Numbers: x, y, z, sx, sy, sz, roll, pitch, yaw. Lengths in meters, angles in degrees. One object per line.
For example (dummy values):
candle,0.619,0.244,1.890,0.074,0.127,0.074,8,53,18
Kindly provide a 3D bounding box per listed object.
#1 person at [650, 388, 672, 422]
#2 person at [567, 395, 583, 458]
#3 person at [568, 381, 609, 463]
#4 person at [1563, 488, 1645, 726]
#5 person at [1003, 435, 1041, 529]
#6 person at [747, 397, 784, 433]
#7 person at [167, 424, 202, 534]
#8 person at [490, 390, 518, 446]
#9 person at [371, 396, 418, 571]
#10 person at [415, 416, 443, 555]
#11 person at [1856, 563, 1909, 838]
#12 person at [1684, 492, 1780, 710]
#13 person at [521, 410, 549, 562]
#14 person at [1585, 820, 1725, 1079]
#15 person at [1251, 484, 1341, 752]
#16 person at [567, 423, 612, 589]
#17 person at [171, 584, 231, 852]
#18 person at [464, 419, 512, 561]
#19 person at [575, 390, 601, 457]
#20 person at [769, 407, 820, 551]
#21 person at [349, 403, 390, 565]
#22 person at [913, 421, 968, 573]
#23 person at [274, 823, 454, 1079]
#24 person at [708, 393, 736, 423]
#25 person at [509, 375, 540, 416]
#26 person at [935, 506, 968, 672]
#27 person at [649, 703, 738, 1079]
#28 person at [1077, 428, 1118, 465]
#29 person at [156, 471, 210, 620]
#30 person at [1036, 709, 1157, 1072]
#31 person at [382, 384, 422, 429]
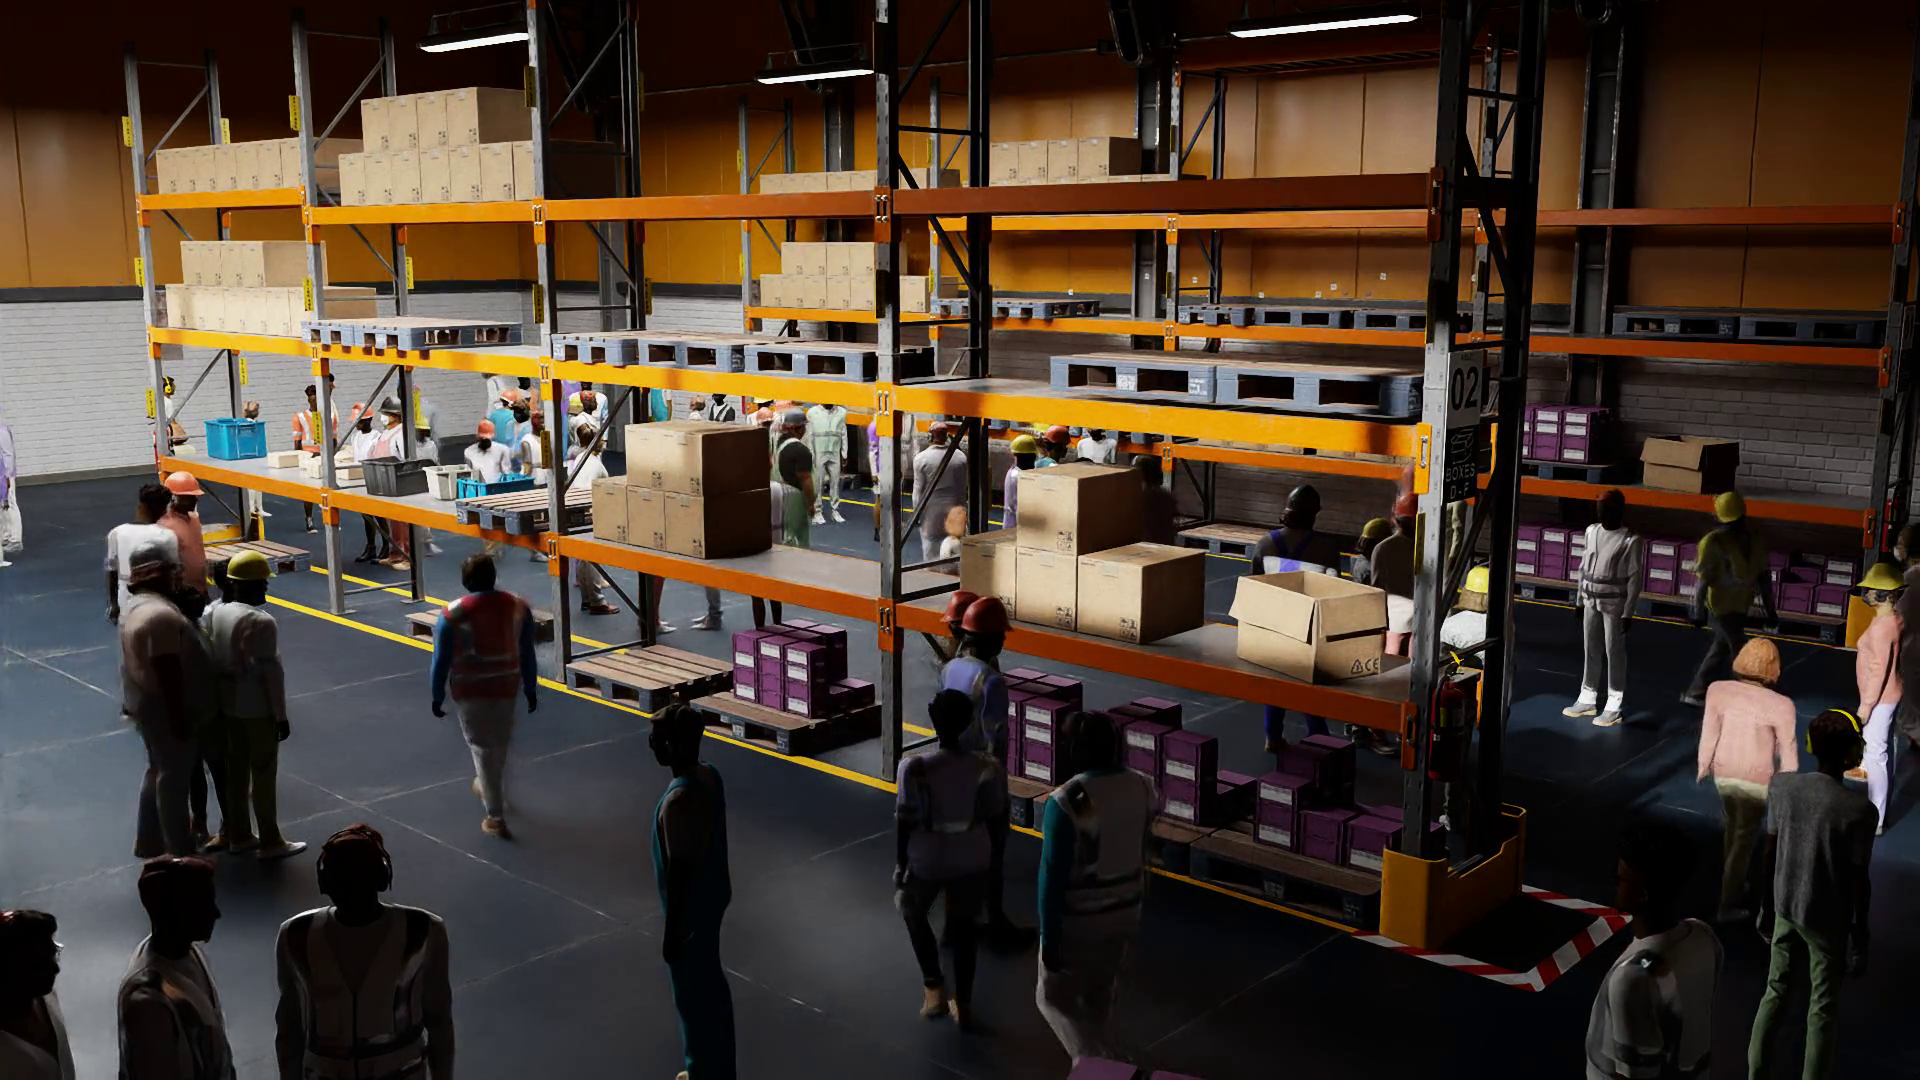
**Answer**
person,-5.000,-2.043,27.837,0.501,1.839,0.341,9,14,43
person,-5.272,-1.142,23.025,0.324,1.737,0.488,-4,11,-21
person,-5.531,-1.552,24.809,0.590,1.920,0.399,0,10,2
person,5.107,0.524,13.166,0.355,1.887,0.574,-5,11,-25
person,0.613,-0.083,16.477,0.370,1.929,0.585,-1,10,-3
person,-2.567,-1.059,22.026,0.586,1.920,0.397,4,11,20
person,-9.457,-0.597,20.241,0.283,1.627,0.511,3,10,14
person,-6.440,-1.282,23.796,0.575,1.739,0.350,6,12,30
person,-6.635,-0.668,19.466,0.538,2.000,0.687,-8,13,-38
person,-6.538,-0.665,20.362,0.816,1.706,0.490,6,11,29
person,5.874,1.023,10.682,0.316,1.769,0.523,8,13,39
person,6.146,0.537,13.194,0.582,1.855,0.876,-5,11,-28
person,-5.047,-0.642,19.927,0.399,1.833,0.576,4,11,21
person,2.207,1.859,5.386,0.367,1.967,0.603,9,14,43
person,2.532,0.590,12.353,0.678,2.000,0.537,6,12,32
person,-4.112,-0.374,18.367,0.514,1.841,0.326,8,13,38
person,-4.774,1.107,10.405,0.540,1.695,0.317,5,11,25
person,-5.644,-0.587,19.867,0.588,1.730,0.382,0,10,1
person,-4.904,-1.035,21.988,0.353,1.883,0.572,0,10,-3
person,-1.905,-0.523,18.649,1.010,2.000,0.692,-6,12,-29
person,-7.043,-0.667,19.791,0.547,1.929,0.389,6,12,30
person,-0.241,-0.324,17.900,0.651,1.907,0.409,-6,12,-29
person,-1.990,1.866,5.588,0.573,1.883,0.356,-2,10,-9
person,-3.622,-1.517,25.246,0.546,1.693,0.318,8,13,38
person,-6.761,-1.743,25.857,0.356,1.930,0.592,9,14,42
person,-0.016,0.507,13.993,0.369,1.619,0.530,5,11,28
person,-1.165,1.601,7.217,0.330,1.837,0.509,2,10,11
person,1.598,-0.560,19.396,0.524,1.856,0.341,4,11,21
person,-6.239,0.429,13.425,0.407,1.987,0.615,0,10,1
person,0.597,1.632,7.118,0.638,1.813,0.538,-7,13,-36
person,-7.644,-1.225,22.943,0.373,1.932,0.631,6,12,31
